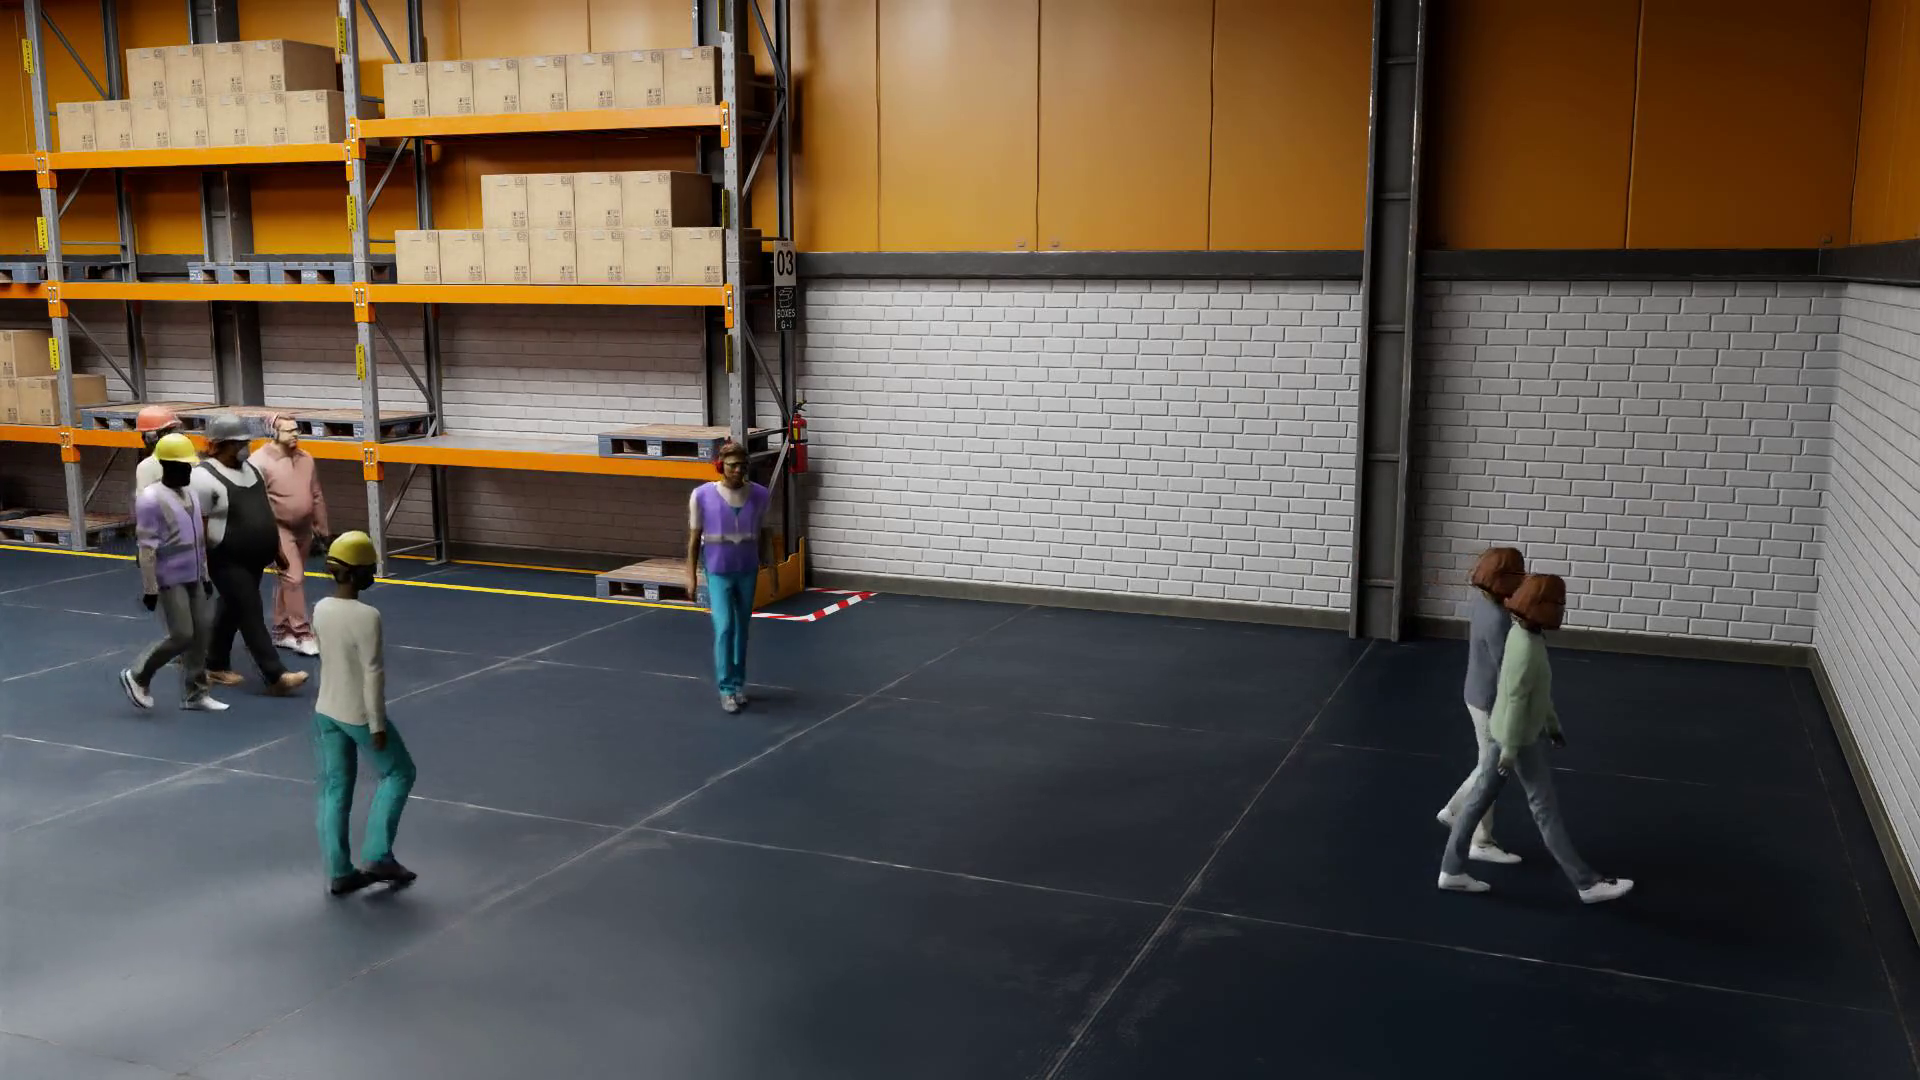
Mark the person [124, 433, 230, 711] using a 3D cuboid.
[{"bbox_3d":[-5.276,0.234,11.132,0.543,1.911,0.586,1,9,6],"label":"person"}]

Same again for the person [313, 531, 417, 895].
[{"bbox_3d":[-2.866,0.824,8.004,0.561,1.746,0.514,7,12,36],"label":"person"}]

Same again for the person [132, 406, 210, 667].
[{"bbox_3d":[-5.931,-0.018,12.449,0.435,1.972,0.633,1,9,9],"label":"person"}]

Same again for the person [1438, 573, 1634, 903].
[{"bbox_3d":[2.710,0.936,7.820,0.887,1.579,0.512,2,10,12],"label":"person"}]

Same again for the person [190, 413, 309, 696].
[{"bbox_3d":[-5.039,0.070,11.715,0.988,2.000,0.692,2,10,11],"label":"person"}]

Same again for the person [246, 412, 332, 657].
[{"bbox_3d":[-5.089,-0.041,12.849,0.785,1.881,0.673,4,10,21],"label":"person"}]

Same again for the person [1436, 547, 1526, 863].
[{"bbox_3d":[2.690,0.834,8.360,0.335,1.622,0.510,2,10,12],"label":"person"}]

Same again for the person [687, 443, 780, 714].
[{"bbox_3d":[-1.502,0.257,11.221,0.605,1.822,0.669,-5,10,-26],"label":"person"}]
